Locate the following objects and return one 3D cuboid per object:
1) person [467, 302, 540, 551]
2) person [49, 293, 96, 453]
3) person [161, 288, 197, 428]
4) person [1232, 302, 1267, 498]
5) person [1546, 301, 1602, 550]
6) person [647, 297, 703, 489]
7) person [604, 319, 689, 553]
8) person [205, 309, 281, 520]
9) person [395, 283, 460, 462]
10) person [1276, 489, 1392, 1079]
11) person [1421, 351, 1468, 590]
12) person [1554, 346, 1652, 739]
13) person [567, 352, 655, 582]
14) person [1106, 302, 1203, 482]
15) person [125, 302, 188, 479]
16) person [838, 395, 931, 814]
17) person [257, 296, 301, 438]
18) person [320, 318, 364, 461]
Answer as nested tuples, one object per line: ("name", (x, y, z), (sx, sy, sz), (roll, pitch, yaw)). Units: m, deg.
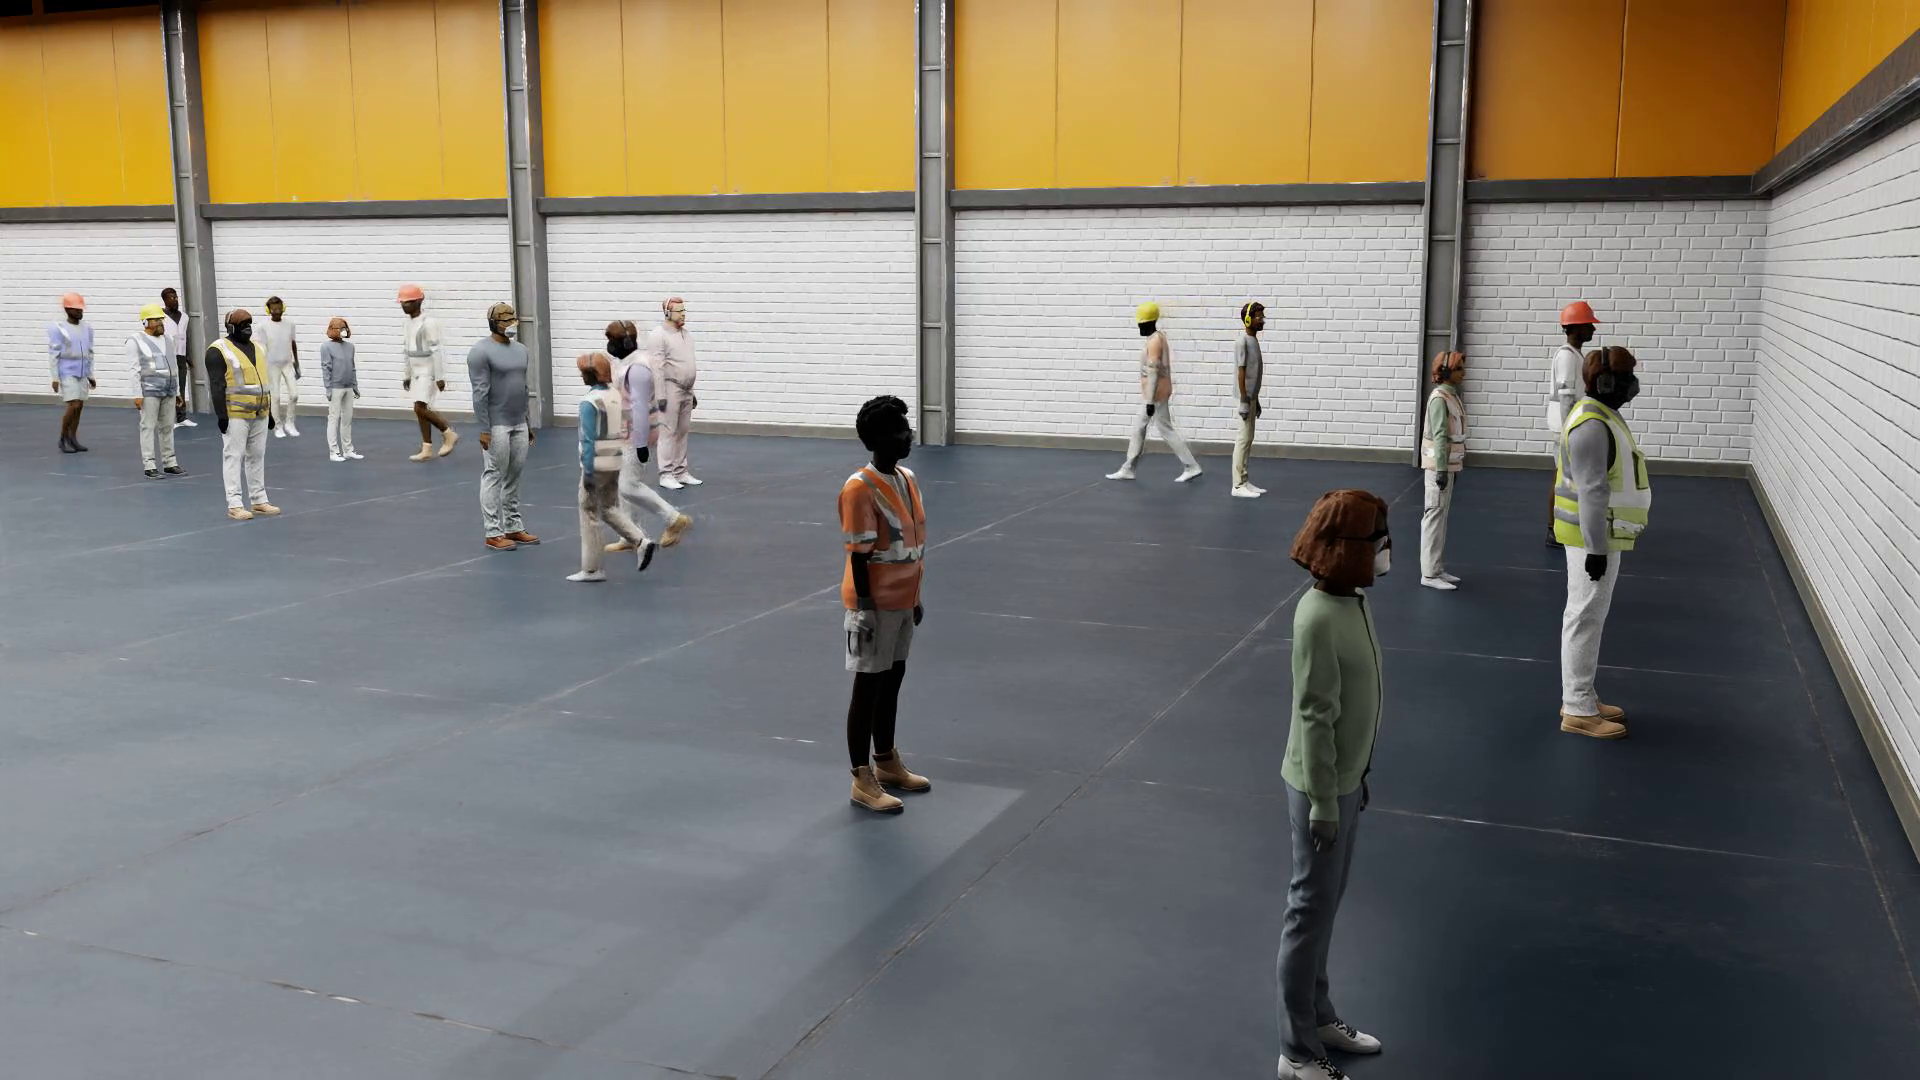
("person", (-3.575, -0.894, 13.071), (0.372, 1.940, 0.630), (4, 10, 22))
("person", (-10.518, -1.974, 19.749), (0.544, 1.904, 0.550), (3, 10, 19))
("person", (-10.825, -2.495, 22.844), (0.376, 1.919, 0.595), (4, 10, 22))
("person", (2.802, -1.350, 16.043), (0.328, 1.872, 0.514), (4, 10, 22))
("person", (4.807, -0.897, 13.075), (0.354, 1.942, 0.545), (4, 10, 22))
("person", (-2.838, -1.473, 16.675), (0.407, 1.908, 0.641), (4, 10, 22))
("person", (-2.454, -0.781, 12.747), (0.569, 1.822, 0.648), (-3, 10, -19))
("person", (-6.304, -1.111, 14.677), (0.429, 1.844, 0.625), (4, 10, 22))
("person", (-6.072, -1.882, 18.797), (0.557, 2.021, 0.620), (-9, 13, -43))
("person", (1.020, 0.671, 4.511), (0.280, 1.633, 0.500), (4, 10, 22))
("person", (3.336, -0.484, 11.488), (0.309, 1.641, 0.514), (4, 10, 22))
("person", (3.050, 0.002, 7.927), (0.429, 1.846, 0.625), (4, 10, 22))
("person", (-2.462, -0.503, 11.637), (0.532, 1.622, 0.548), (3, 10, 15))
("person", (2.043, -1.511, 17.058), (0.984, 1.868, 0.609), (1, 9, 8))
("person", (-8.396, -1.559, 17.409), (0.403, 1.837, 0.591), (4, 10, 22))
("person", (-0.307, 0.253, 6.842), (0.318, 1.700, 0.535), (4, 10, 22))
("person", (-8.758, -2.222, 21.425), (0.539, 1.831, 0.500), (-8, 12, -38))
("person", (-7.058, -1.718, 18.984), (0.280, 1.633, 0.500), (4, 10, 22))
